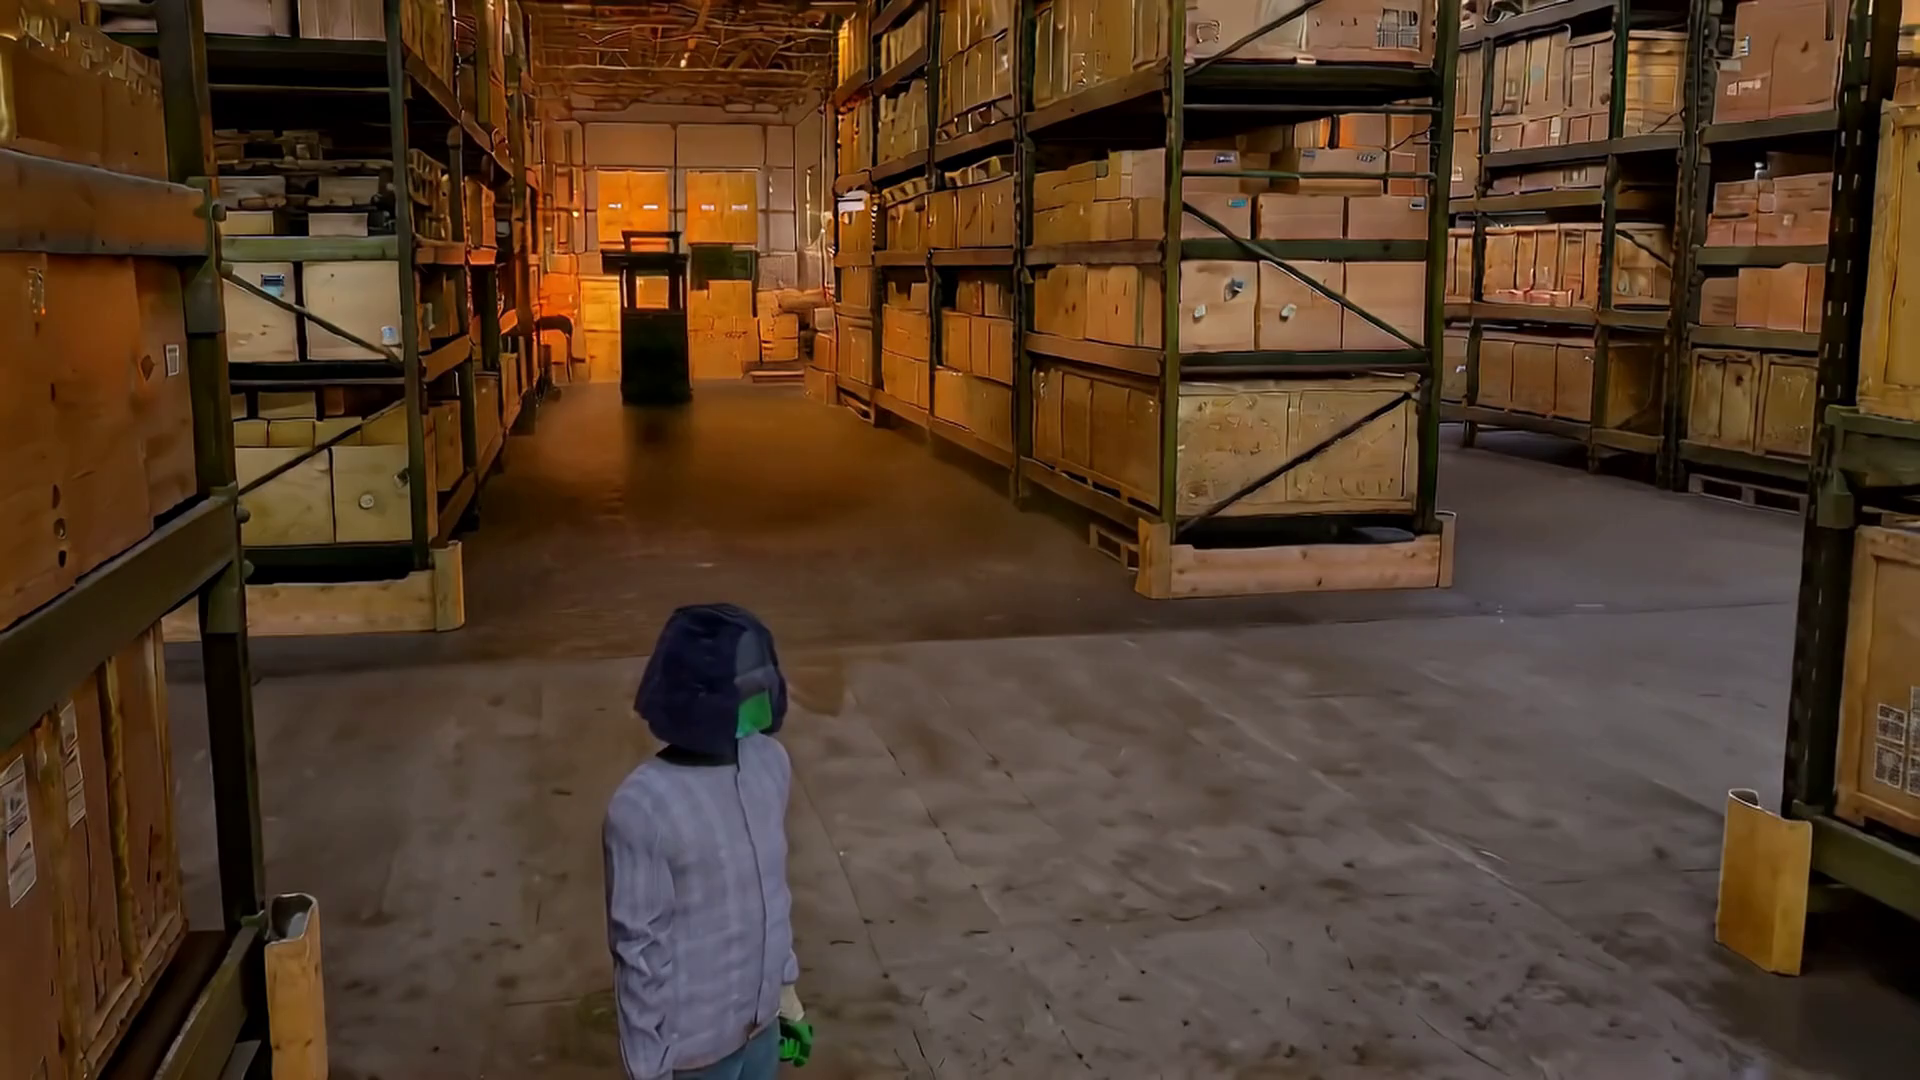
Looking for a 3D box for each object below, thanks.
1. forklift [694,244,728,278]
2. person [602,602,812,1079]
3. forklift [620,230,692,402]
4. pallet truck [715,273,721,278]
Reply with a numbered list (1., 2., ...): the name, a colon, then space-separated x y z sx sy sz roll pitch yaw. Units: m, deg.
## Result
1. forklift: -6.612 -6.479 44.317 1.129 2.768 1.873 -2 10 -12
2. person: -0.439 0.917 3.027 0.285 1.633 0.497 4 10 25
3. forklift: -5.117 -3.756 27.718 1.129 2.768 1.873 -2 10 -12
4. pallet truck: -8.580 -8.986 62.280 1.885 1.965 0.823 1 9 5
